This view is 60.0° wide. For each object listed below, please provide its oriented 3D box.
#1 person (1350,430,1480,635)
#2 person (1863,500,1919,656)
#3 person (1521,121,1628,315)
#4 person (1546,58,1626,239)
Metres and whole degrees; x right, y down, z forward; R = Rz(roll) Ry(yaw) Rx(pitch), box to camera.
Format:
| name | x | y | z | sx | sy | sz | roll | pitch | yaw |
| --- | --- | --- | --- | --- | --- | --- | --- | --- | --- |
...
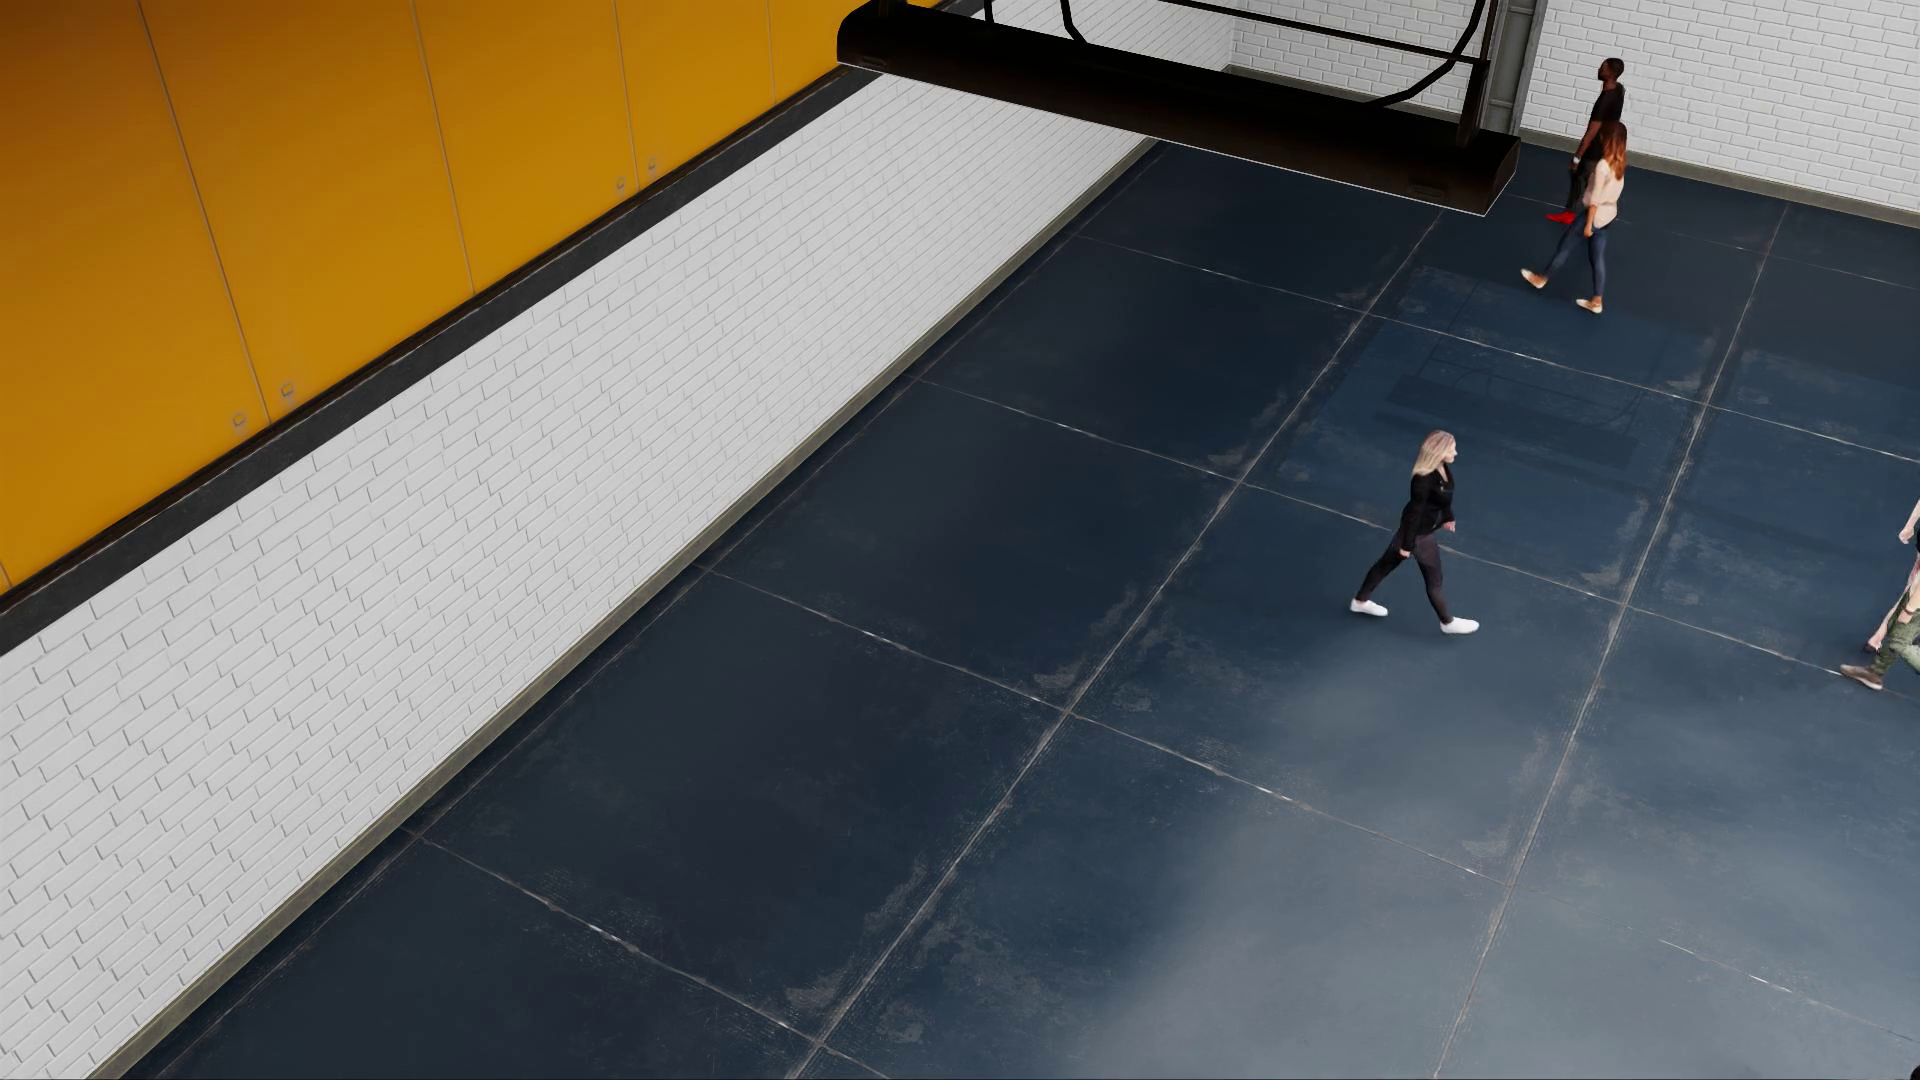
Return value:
| name | x | y | z | sx | sy | sz | roll | pitch | yaw |
| --- | --- | --- | --- | --- | --- | --- | --- | --- | --- |
| person | 3.045 | -0.067 | 11.417 | 1.166 | 1.641 | 0.778 | 12 | 40 | 14 |
| person | 6.476 | 0.070 | 11.124 | 1.052 | 1.792 | 1.098 | -17 | 42 | -20 |
| person | 5.725 | -2.818 | 14.770 | 0.864 | 1.755 | 1.130 | -28 | 47 | -31 |
| person | 6.160 | -3.693 | 15.843 | 0.821 | 1.782 | 0.706 | 23 | 44 | 26 |
